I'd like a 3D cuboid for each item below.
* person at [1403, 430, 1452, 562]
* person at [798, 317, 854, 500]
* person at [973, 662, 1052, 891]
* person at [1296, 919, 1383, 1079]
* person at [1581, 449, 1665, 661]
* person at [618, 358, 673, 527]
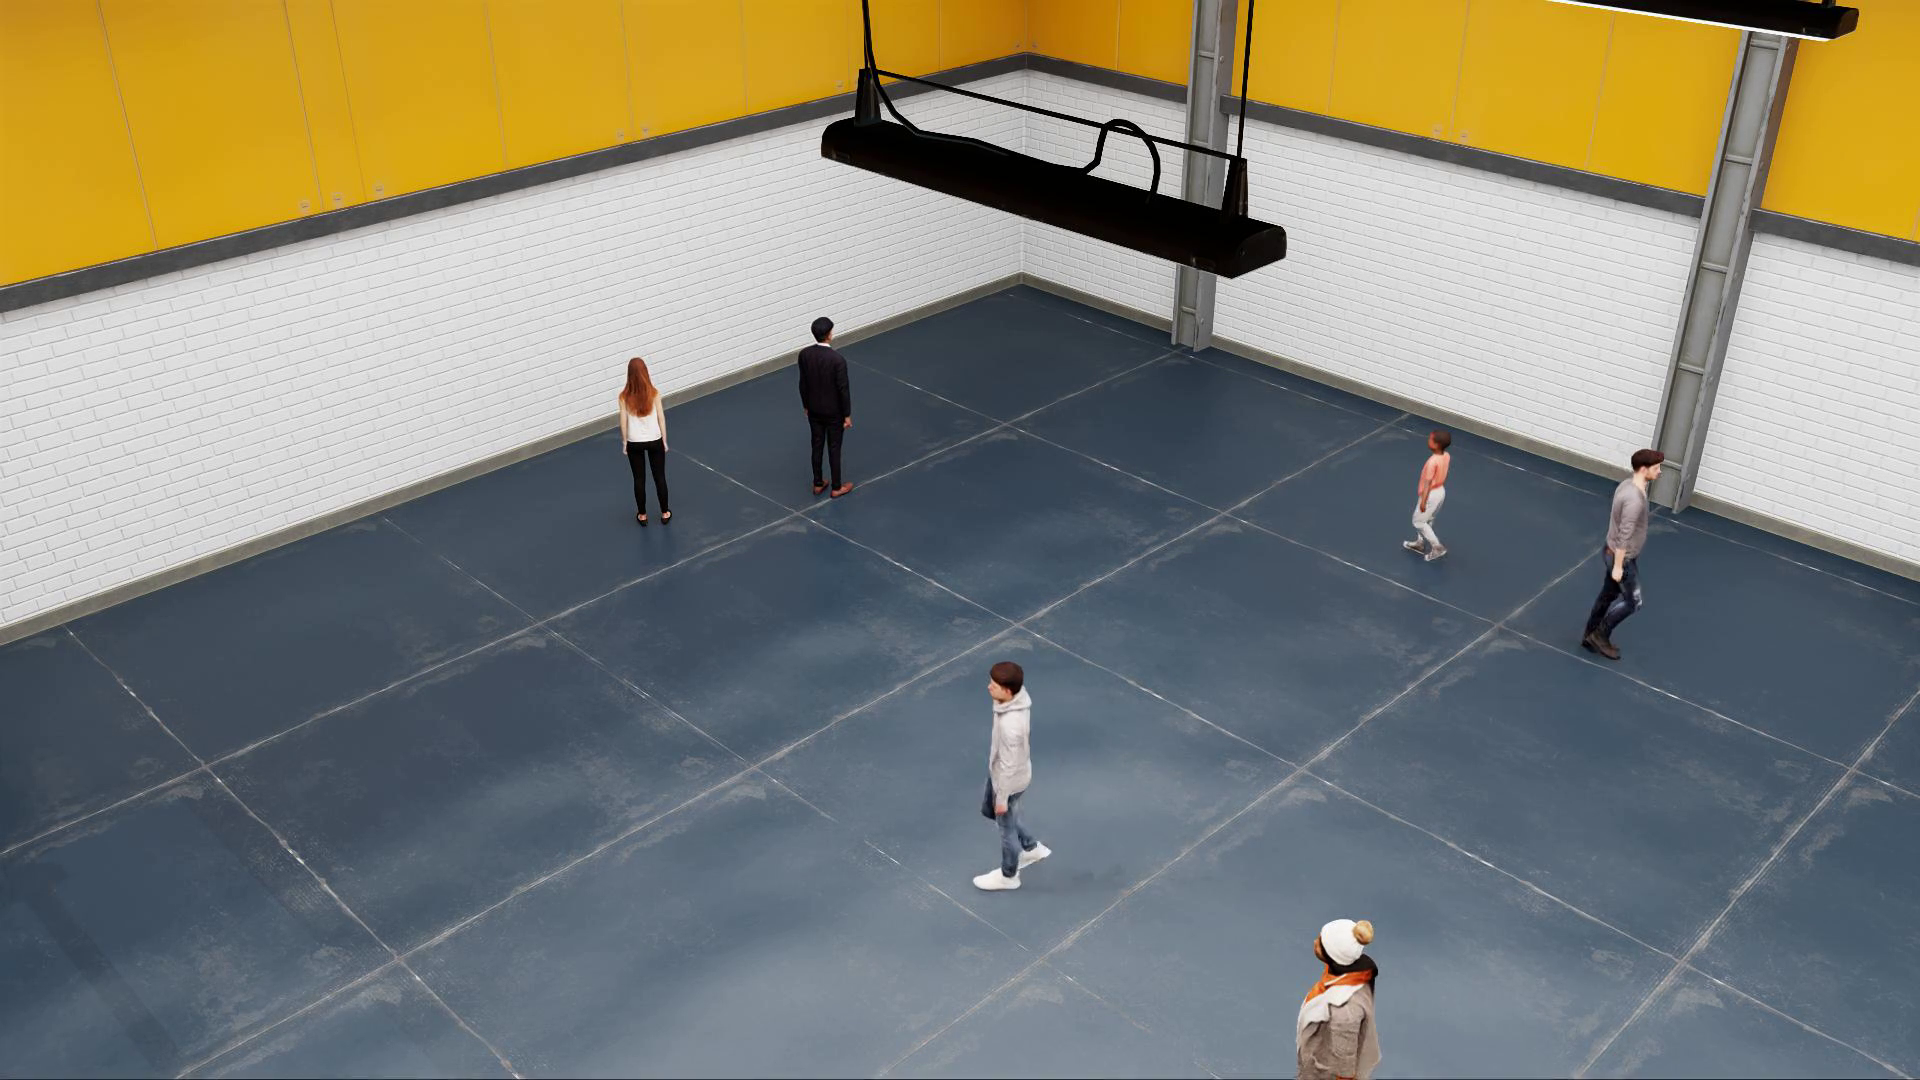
[{"bbox_3d":[4.406,-0.408,15.418,0.493,1.305,0.707,-24,37,-37],"label":"person"},{"bbox_3d":[-1.338,-1.313,16.473,0.635,1.884,0.823,12,31,21],"label":"person"},{"bbox_3d":[0.410,1.596,11.180,0.958,1.846,0.899,-1,29,-1],"label":"person"},{"bbox_3d":[2.147,2.808,8.968,1.240,1.836,0.994,10,30,18],"label":"person"},{"bbox_3d":[5.422,0.107,13.860,0.793,1.894,0.817,10,30,18],"label":"person"},{"bbox_3d":[-3.018,-0.937,15.954,0.649,1.720,0.672,-5,29,-9],"label":"person"}]
